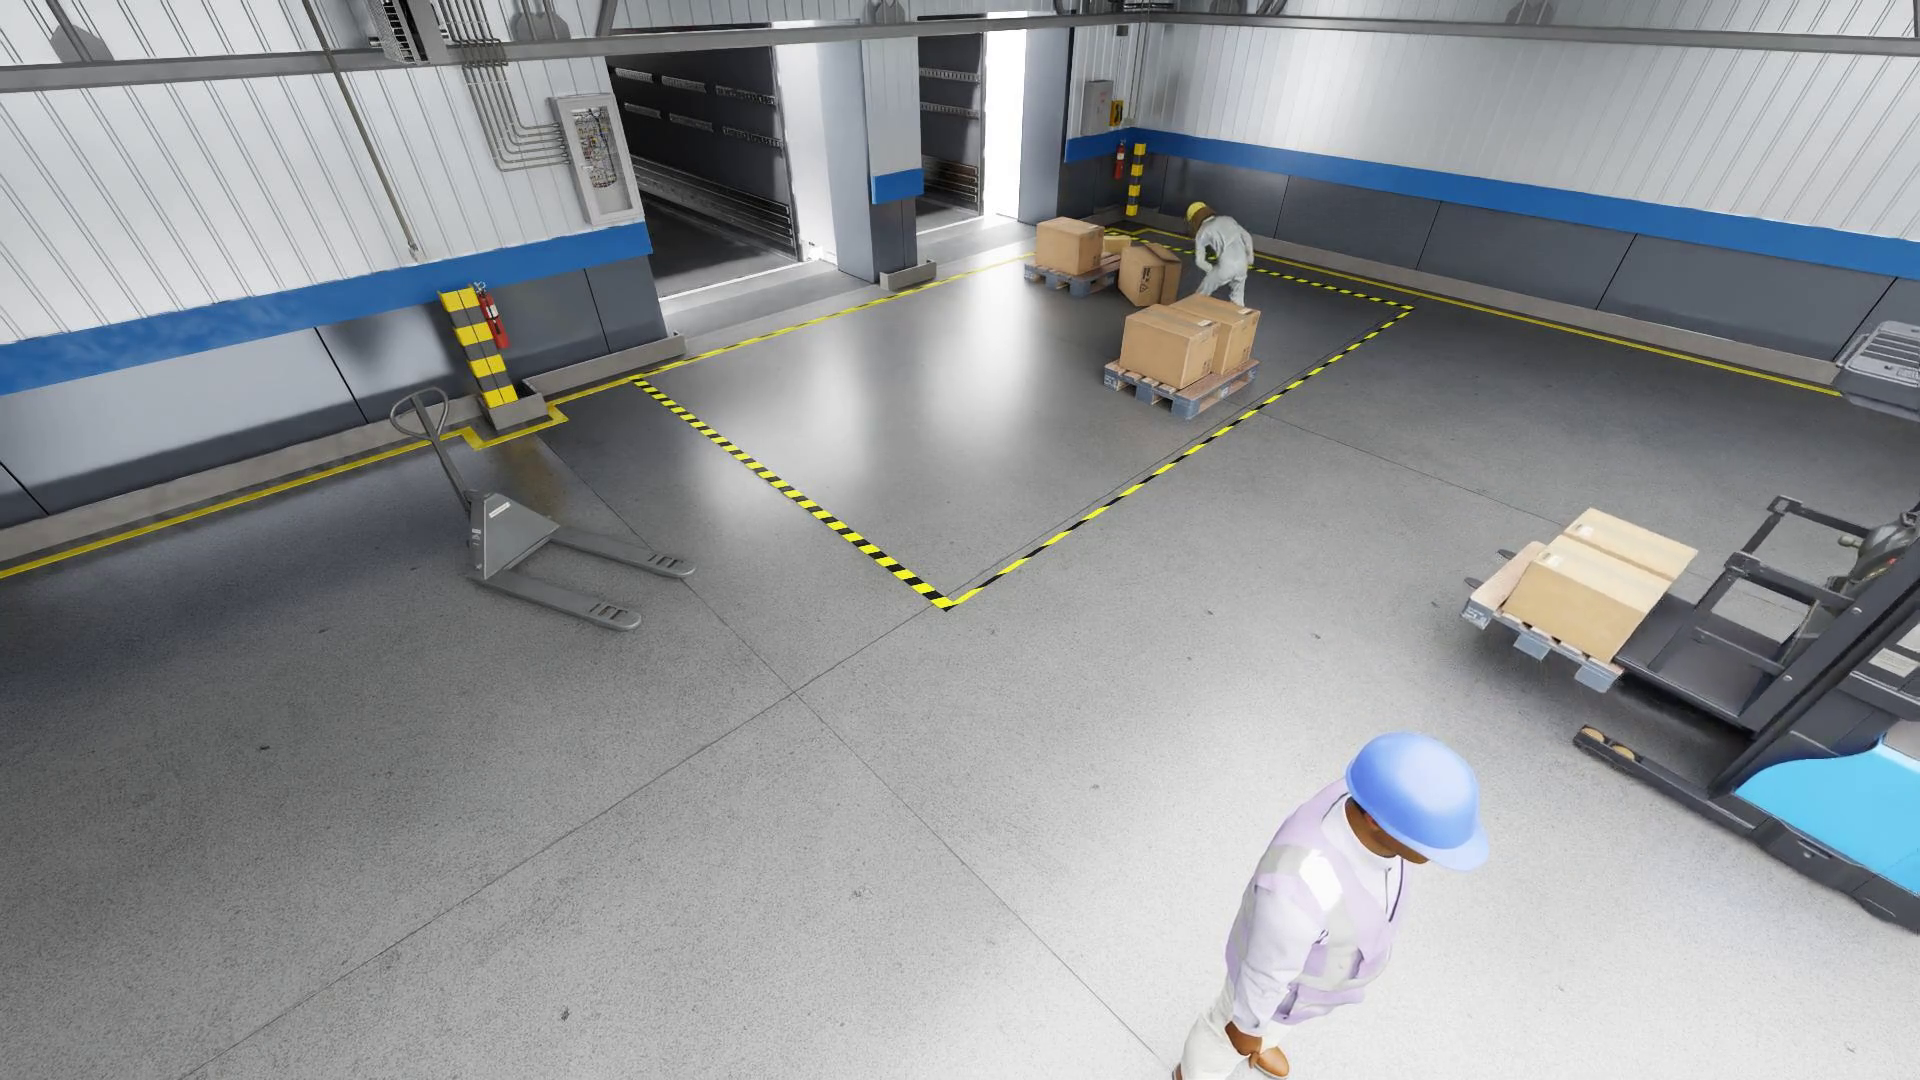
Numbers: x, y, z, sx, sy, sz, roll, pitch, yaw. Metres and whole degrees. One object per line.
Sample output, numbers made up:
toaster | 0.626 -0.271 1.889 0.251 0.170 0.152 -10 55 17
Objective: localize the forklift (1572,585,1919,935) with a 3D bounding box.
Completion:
forklift | 4.036 0.559 2.895 0.716 2.013 0.776 -25 44 -28

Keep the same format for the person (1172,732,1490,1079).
person | 0.978 1.205 2.134 0.613 1.946 0.386 -28 46 -32

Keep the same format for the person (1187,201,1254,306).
person | 2.735 -2.824 7.833 0.687 1.369 0.839 -13 39 -16

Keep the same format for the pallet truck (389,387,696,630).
pallet truck | -2.613 -0.247 4.593 1.601 1.201 0.680 14 40 17
